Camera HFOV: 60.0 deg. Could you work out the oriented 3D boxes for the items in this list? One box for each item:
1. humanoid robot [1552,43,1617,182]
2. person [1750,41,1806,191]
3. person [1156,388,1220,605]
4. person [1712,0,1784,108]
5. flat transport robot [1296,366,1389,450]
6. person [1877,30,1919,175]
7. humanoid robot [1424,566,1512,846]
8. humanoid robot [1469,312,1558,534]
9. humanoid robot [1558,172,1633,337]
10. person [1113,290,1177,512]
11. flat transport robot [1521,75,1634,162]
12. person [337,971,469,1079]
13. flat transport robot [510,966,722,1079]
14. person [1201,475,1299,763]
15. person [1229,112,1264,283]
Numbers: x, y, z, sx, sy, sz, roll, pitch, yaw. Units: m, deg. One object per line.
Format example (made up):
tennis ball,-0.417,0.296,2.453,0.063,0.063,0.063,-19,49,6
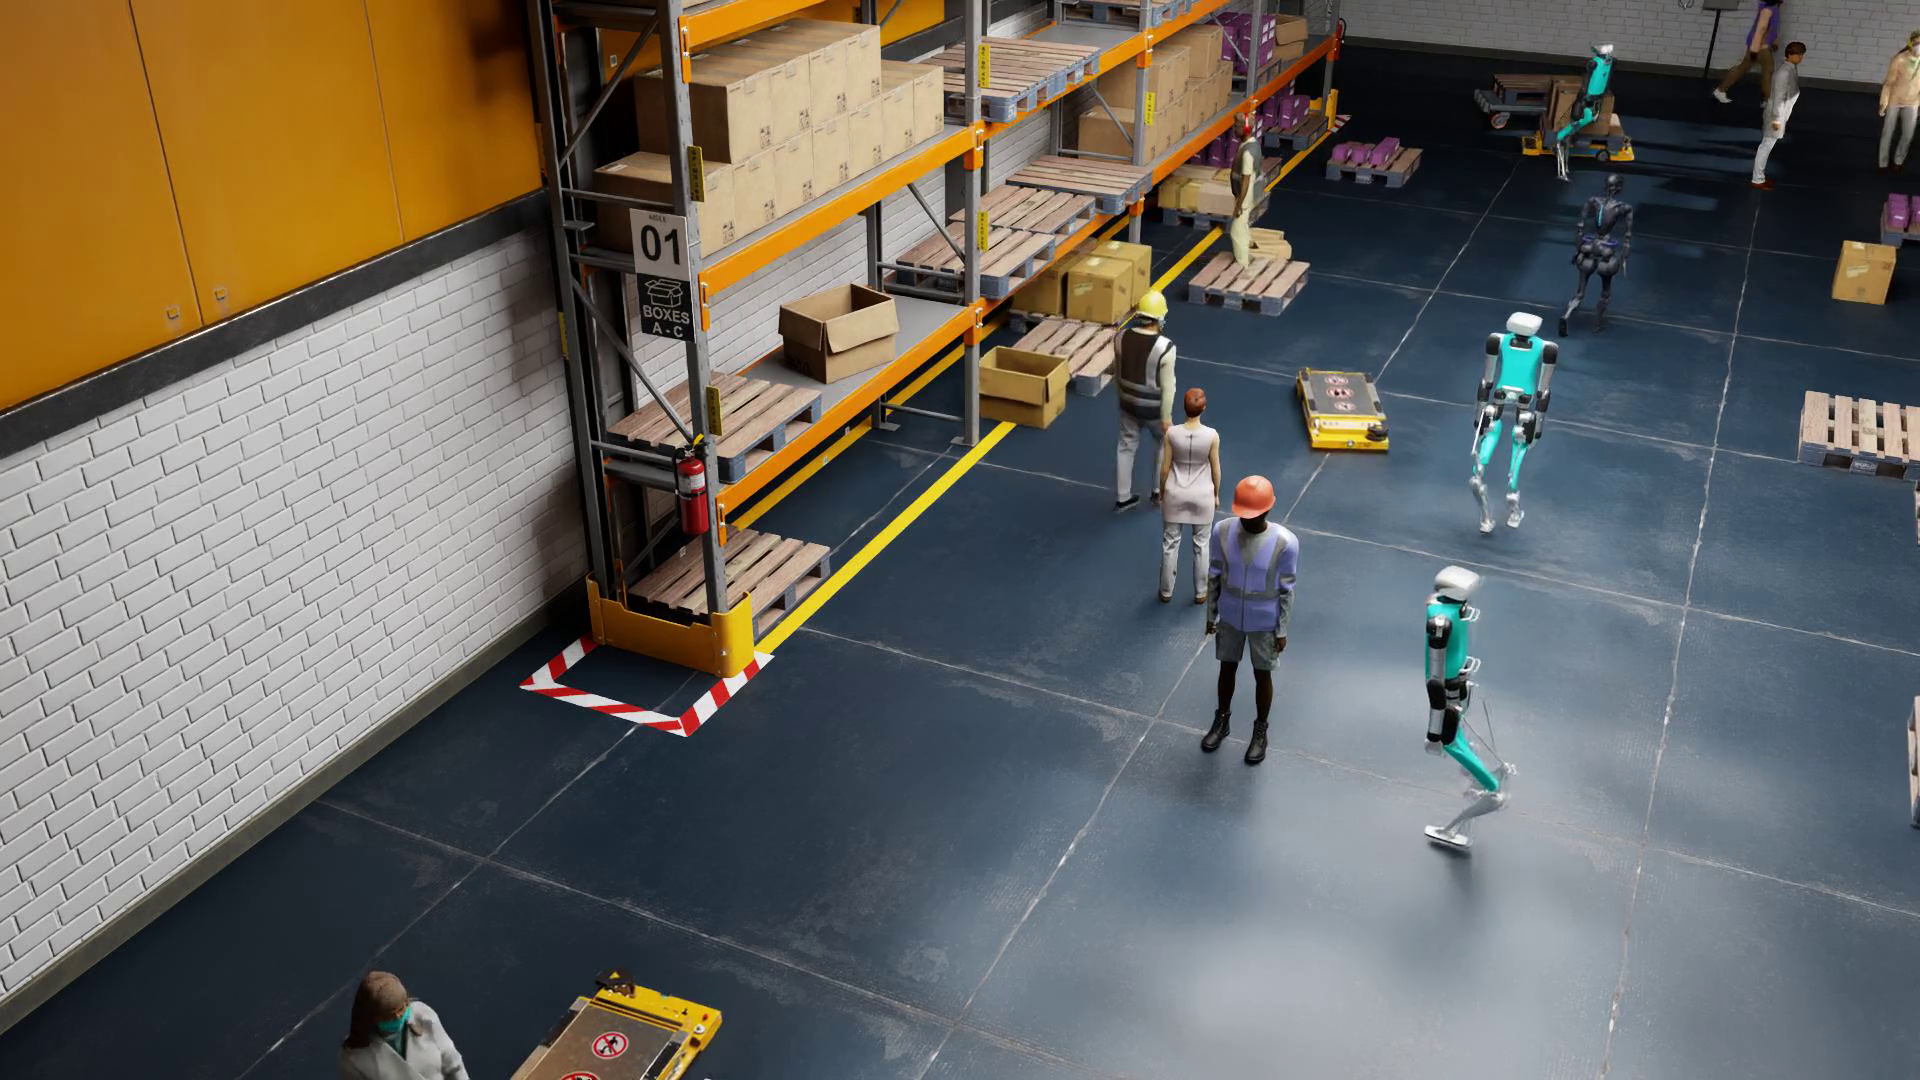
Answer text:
humanoid robot,7.923,-5.545,21.491,0.530,1.797,0.798,-19,34,-31
person,10.353,-5.367,21.042,0.368,1.828,0.501,15,32,26
person,1.623,-0.307,11.828,0.445,1.661,0.285,4,29,8
person,11.887,-7.398,24.750,0.997,1.874,0.523,12,30,20
flat transport robot,3.418,-1.190,14.936,0.659,0.231,1.431,2,28,4
person,12.200,-5.643,21.522,0.601,1.855,0.482,8,29,14
humanoid robot,2.885,1.064,9.318,0.740,1.883,0.541,14,31,23
humanoid robot,4.133,-0.801,12.673,0.542,1.765,0.854,15,32,25
humanoid robot,6.313,-2.815,16.485,0.674,1.627,0.611,-25,37,-38
person,1.500,-1.104,13.155,0.612,1.802,0.692,23,36,36
flat transport robot,8.431,-5.383,22.710,1.431,0.231,0.659,7,29,13
person,-2.238,2.417,6.827,0.849,1.620,0.507,22,35,34
flat transport robot,-1.763,2.621,7.868,0.659,0.231,1.431,11,30,19
person,1.738,0.475,10.105,0.542,1.929,0.386,13,31,23
person,3.074,-3.696,17.938,0.395,1.833,0.561,4,29,8
